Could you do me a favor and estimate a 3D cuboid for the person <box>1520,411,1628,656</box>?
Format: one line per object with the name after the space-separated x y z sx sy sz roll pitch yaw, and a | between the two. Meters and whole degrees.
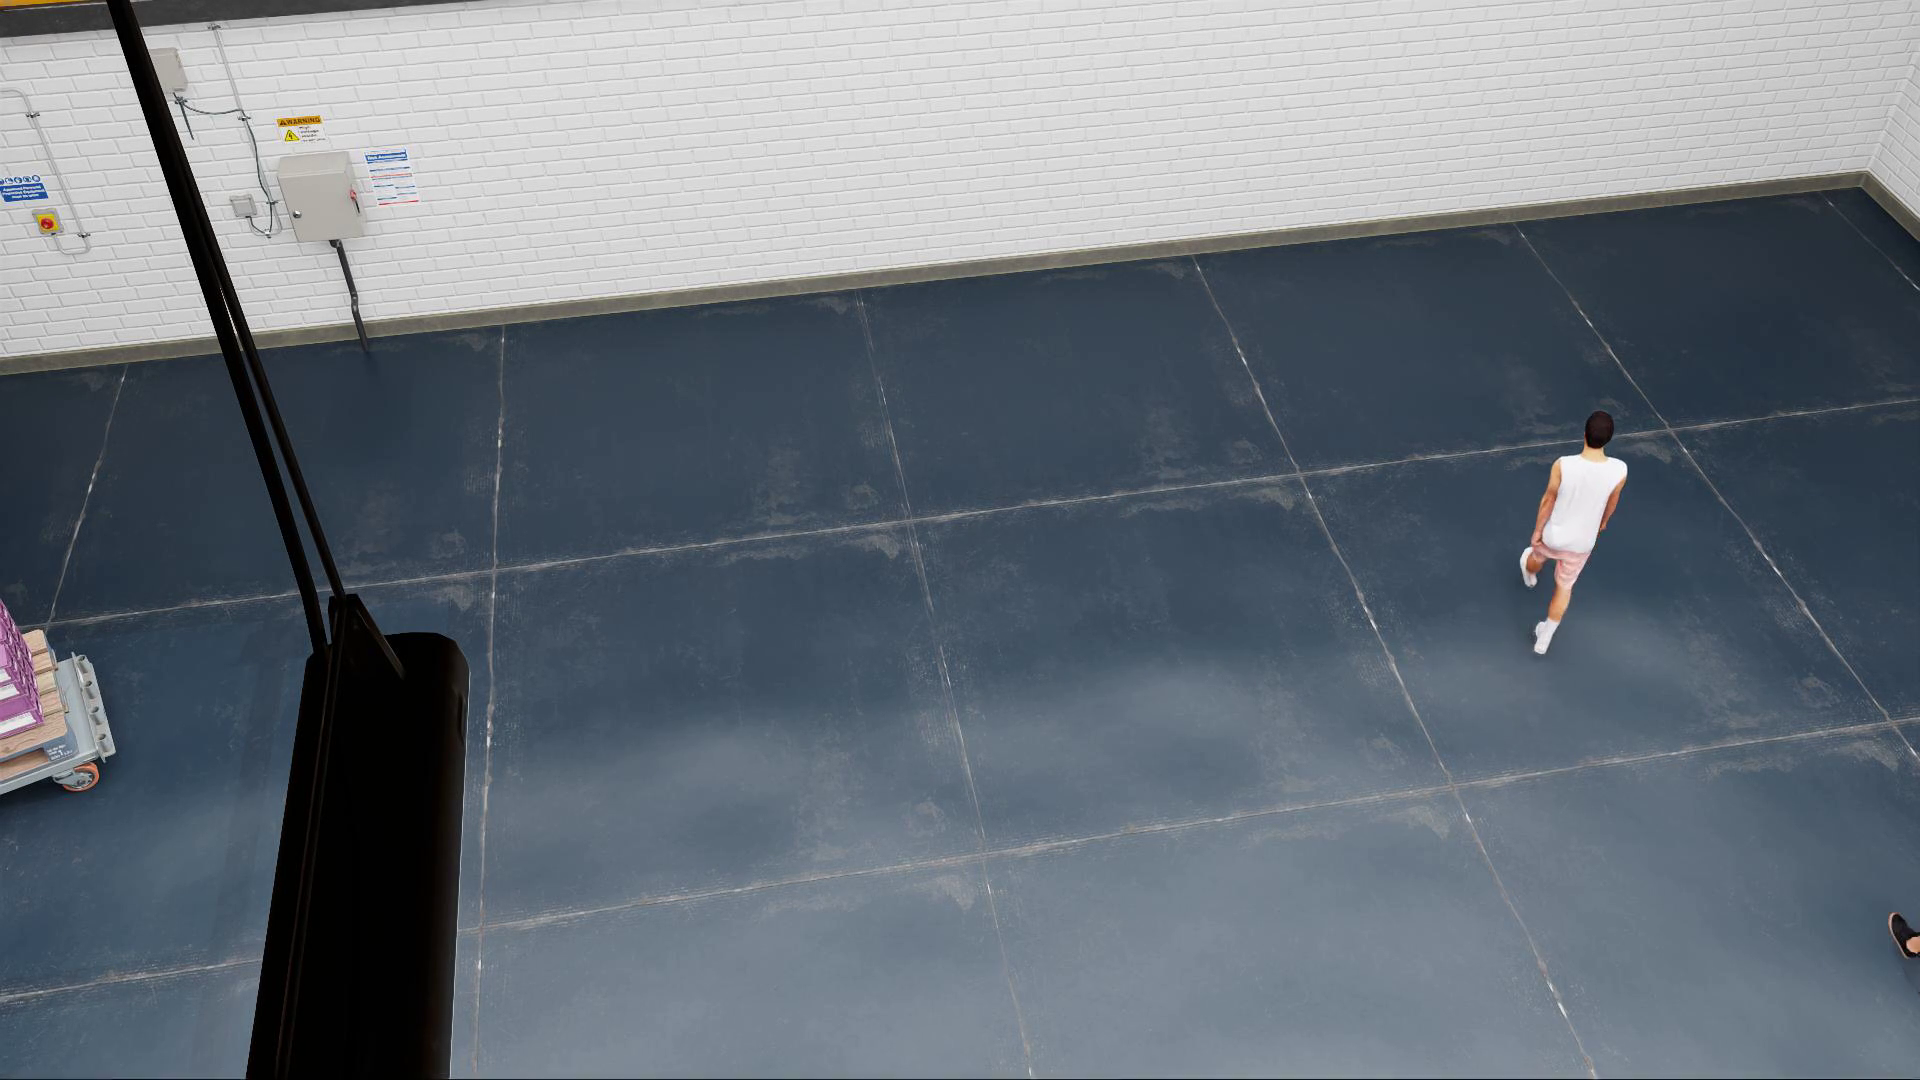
3.940 0.005 10.750 0.938 1.732 1.221 9 44 9 | person
